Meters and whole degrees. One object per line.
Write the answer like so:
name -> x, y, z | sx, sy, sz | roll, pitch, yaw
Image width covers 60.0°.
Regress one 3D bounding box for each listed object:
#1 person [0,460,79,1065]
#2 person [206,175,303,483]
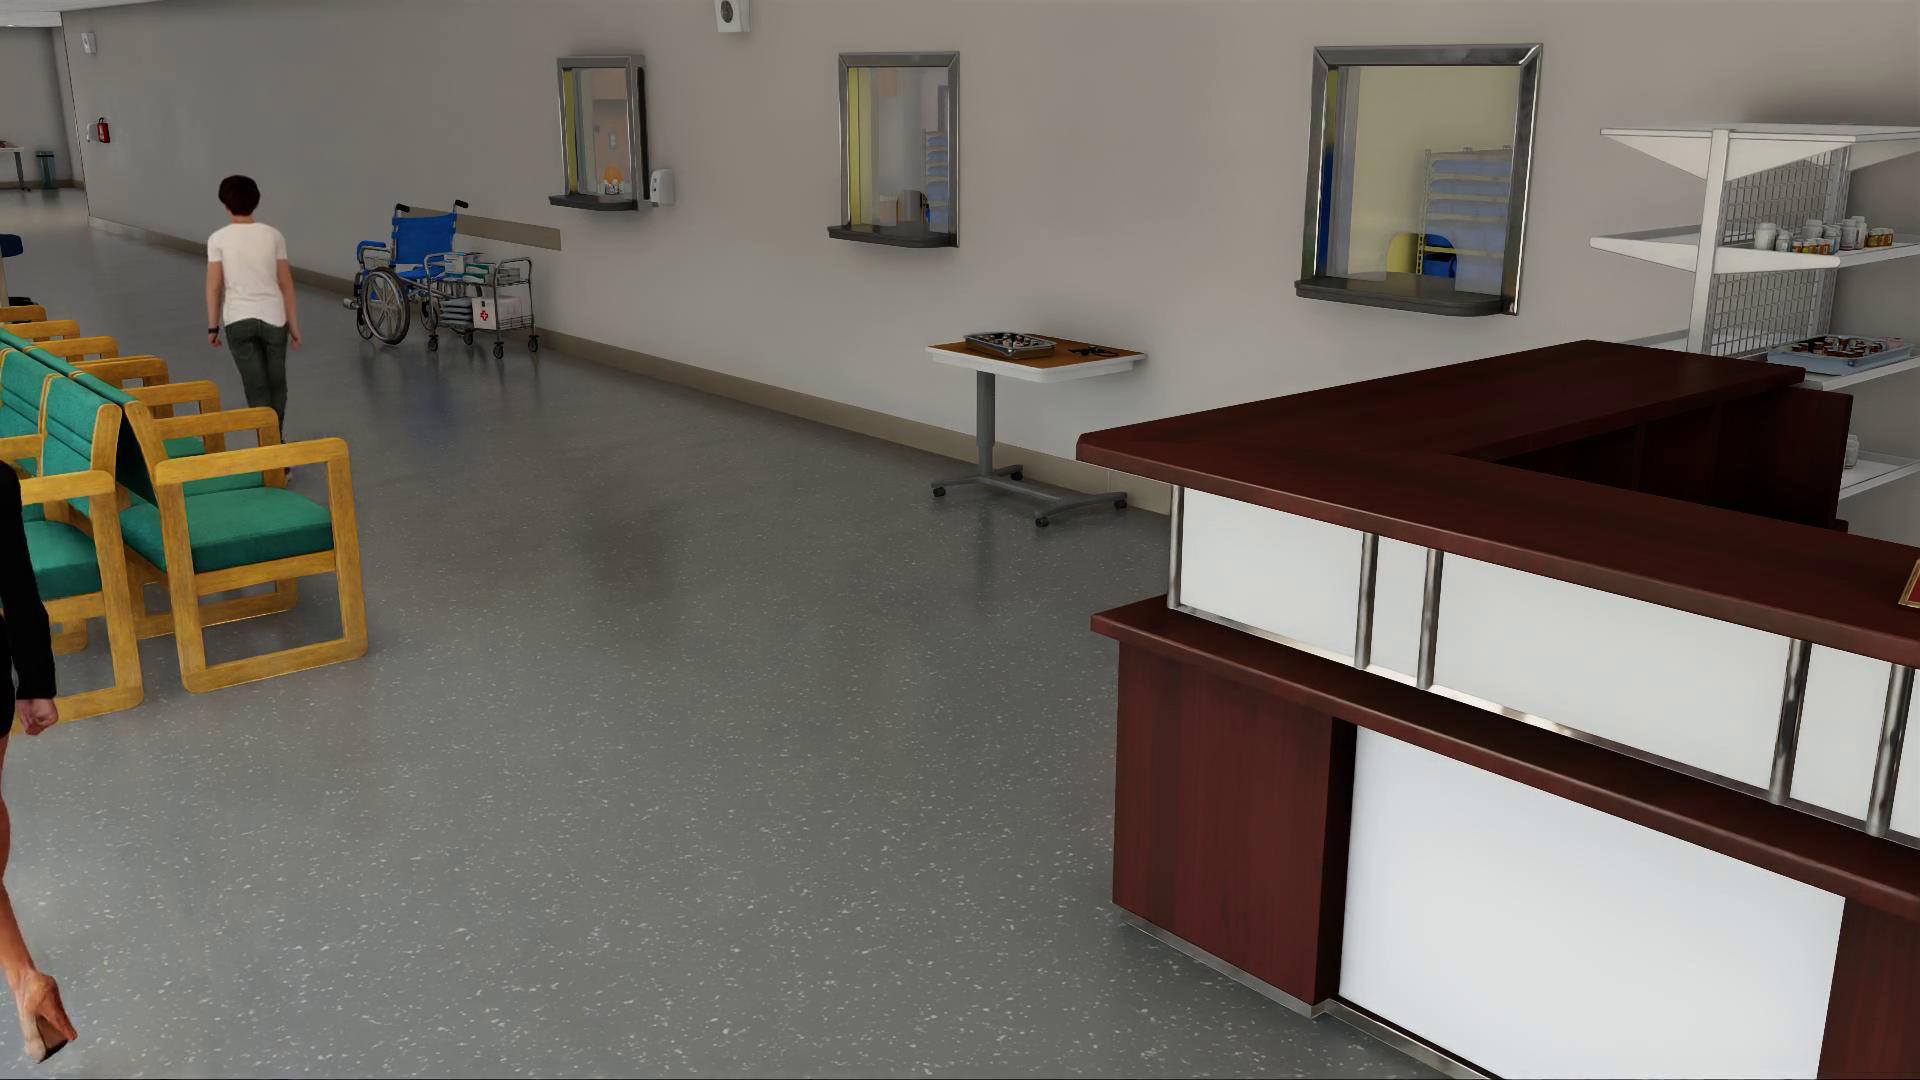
person -> -2.205, 0.394, 3.664 | 0.800, 1.607, 1.013 | 10, 19, 32
person -> -3.777, -1.105, 8.961 | 1.040, 1.620, 0.741 | -10, 19, -31
